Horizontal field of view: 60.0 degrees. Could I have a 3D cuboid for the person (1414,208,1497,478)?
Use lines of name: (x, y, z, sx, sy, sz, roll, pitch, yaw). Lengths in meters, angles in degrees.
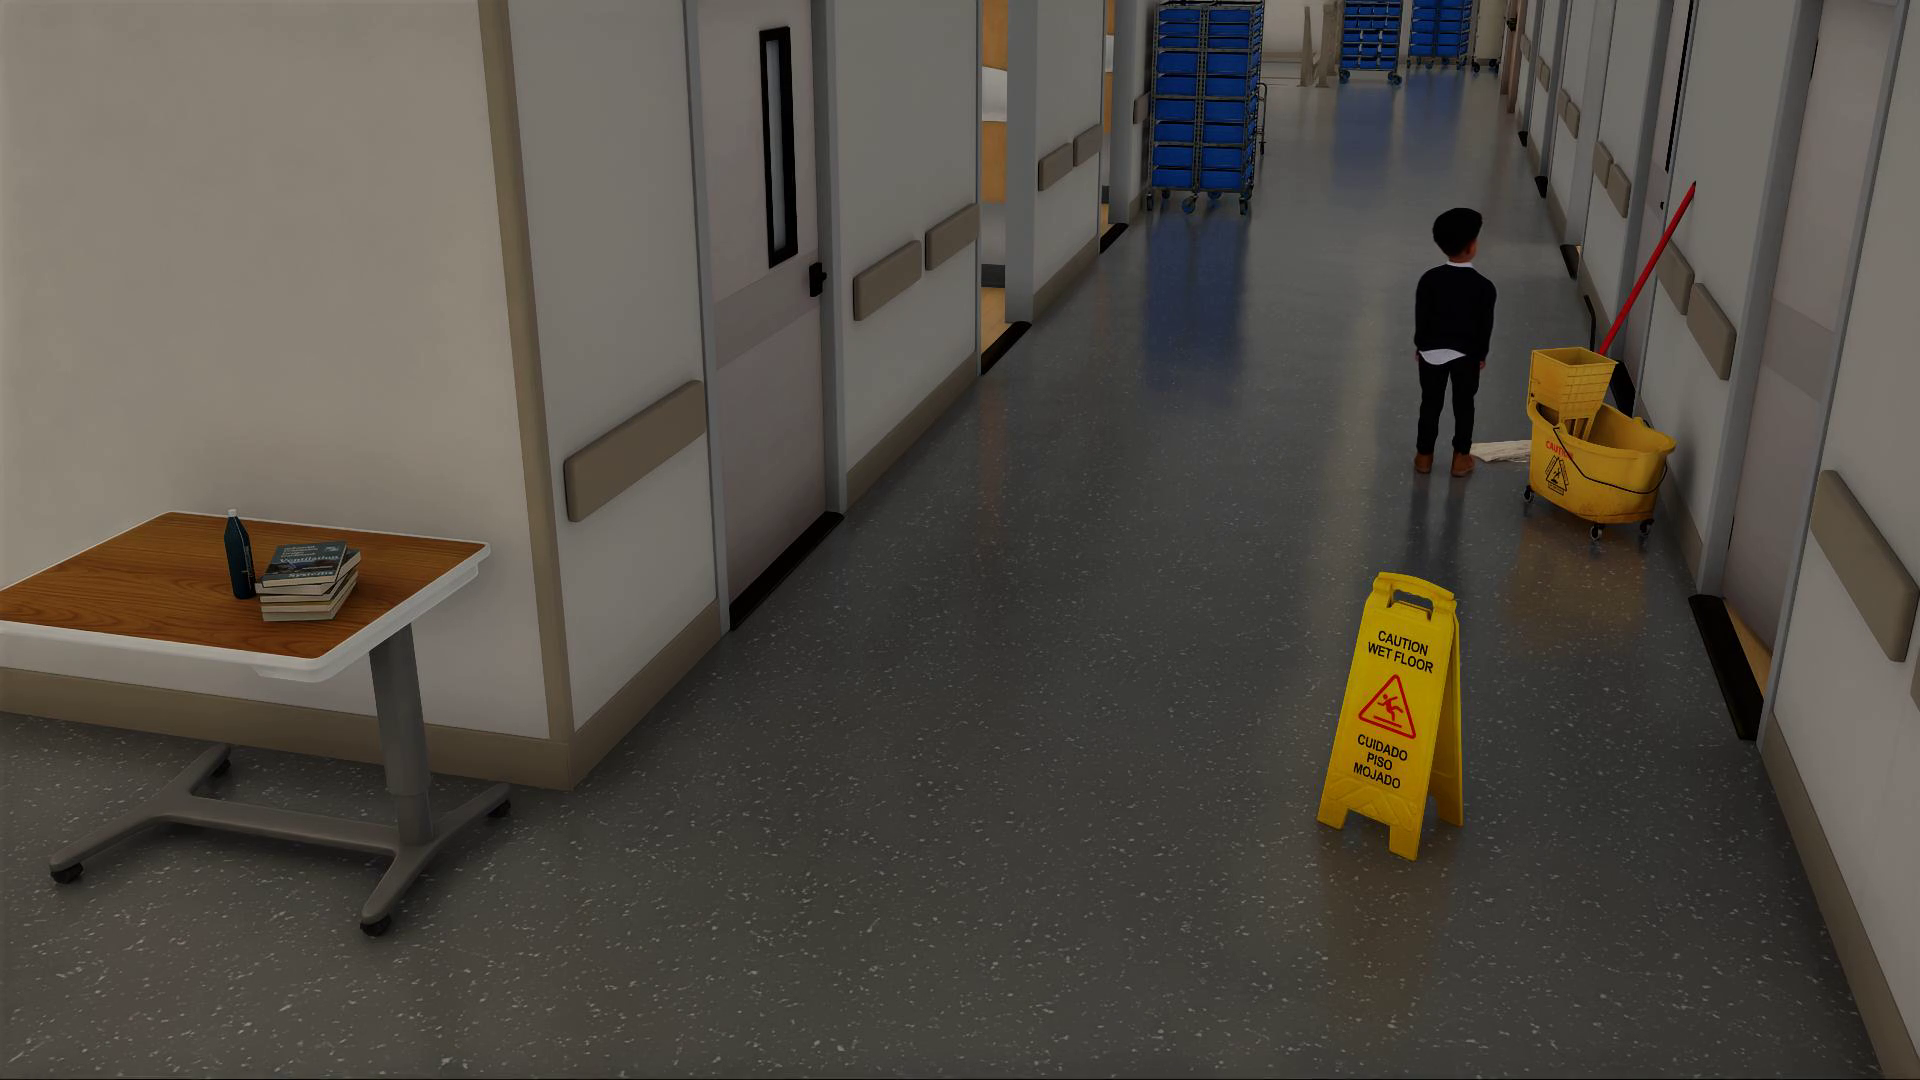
person: (2.250, -0.899, 7.603, 0.527, 1.223, 0.516, 9, 22, 22)
